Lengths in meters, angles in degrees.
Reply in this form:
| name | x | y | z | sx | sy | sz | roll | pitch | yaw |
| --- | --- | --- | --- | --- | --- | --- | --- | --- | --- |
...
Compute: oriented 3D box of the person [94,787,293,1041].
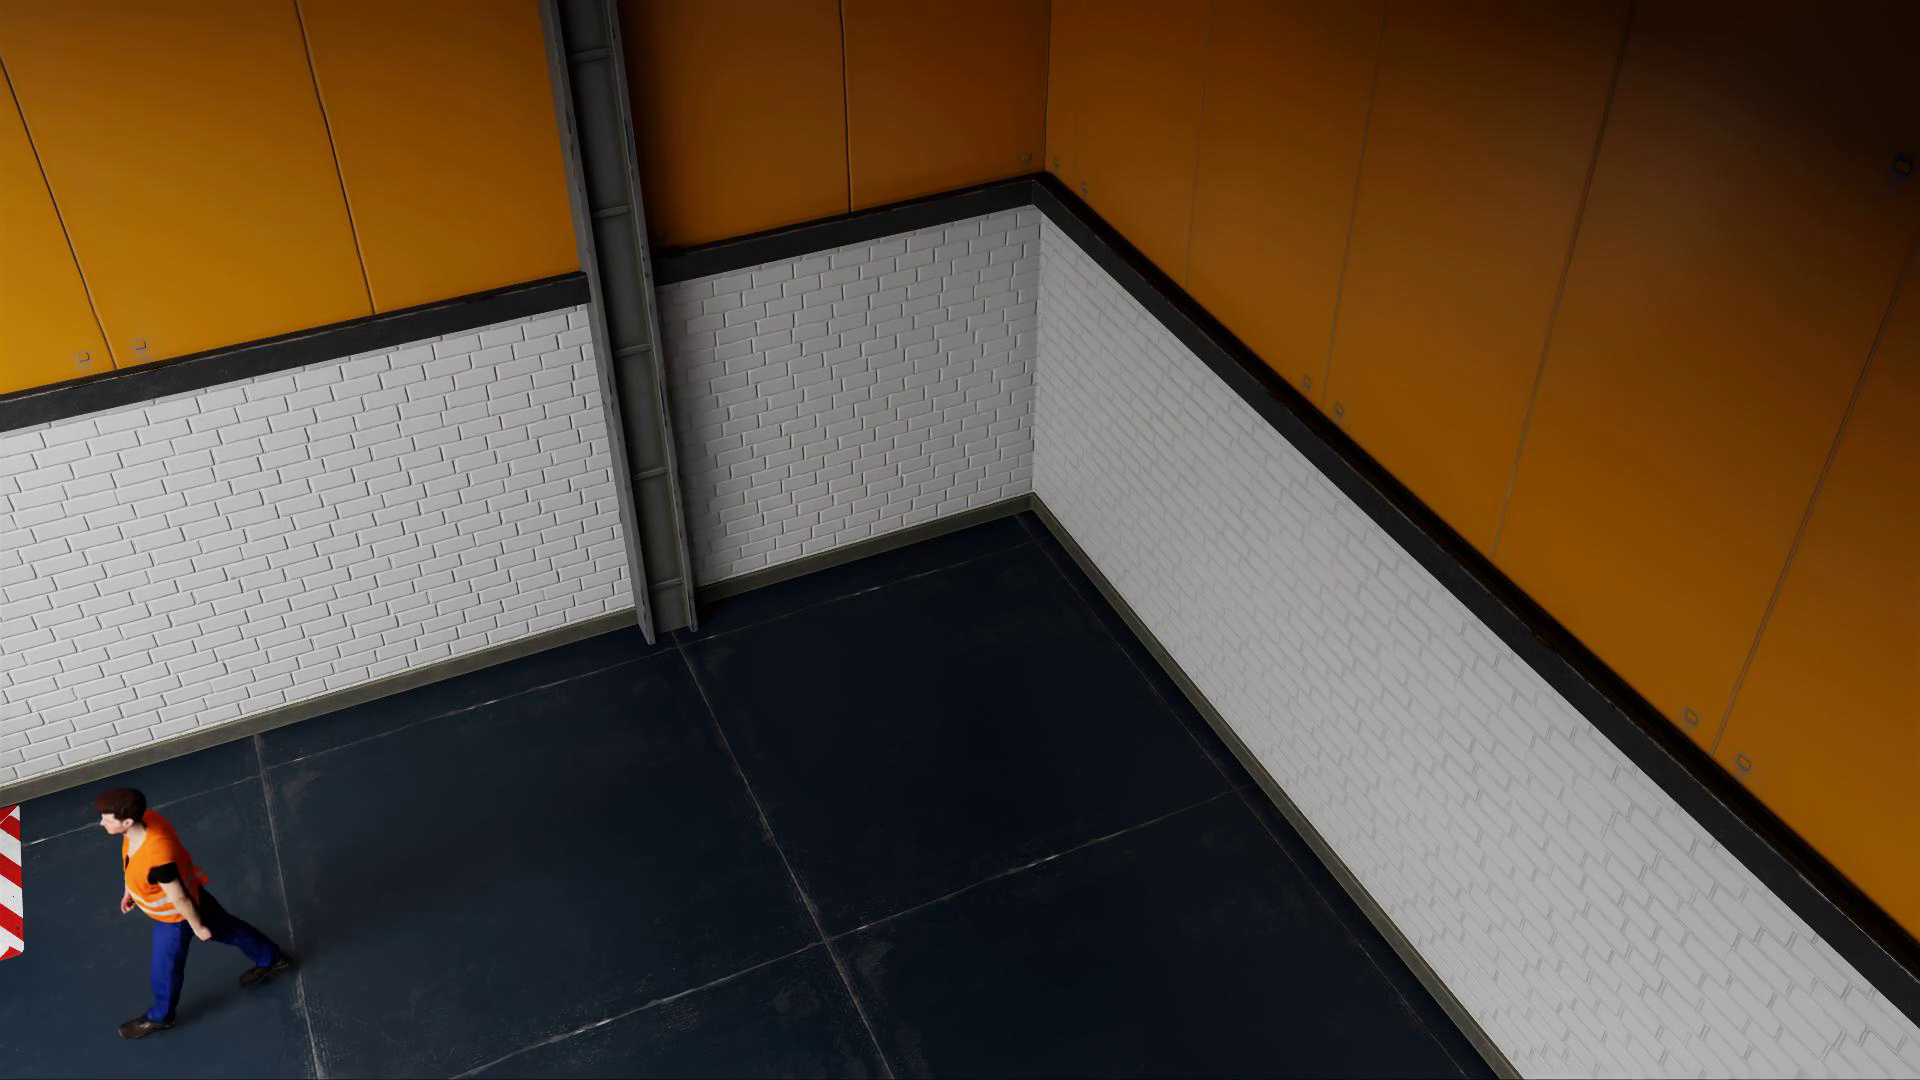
| name | x | y | z | sx | sy | sz | roll | pitch | yaw |
| --- | --- | --- | --- | --- | --- | --- | --- | --- | --- |
| person | -4.365 | 2.023 | 9.459 | 1.230 | 1.839 | 0.716 | -20 | 43 | -23 |
